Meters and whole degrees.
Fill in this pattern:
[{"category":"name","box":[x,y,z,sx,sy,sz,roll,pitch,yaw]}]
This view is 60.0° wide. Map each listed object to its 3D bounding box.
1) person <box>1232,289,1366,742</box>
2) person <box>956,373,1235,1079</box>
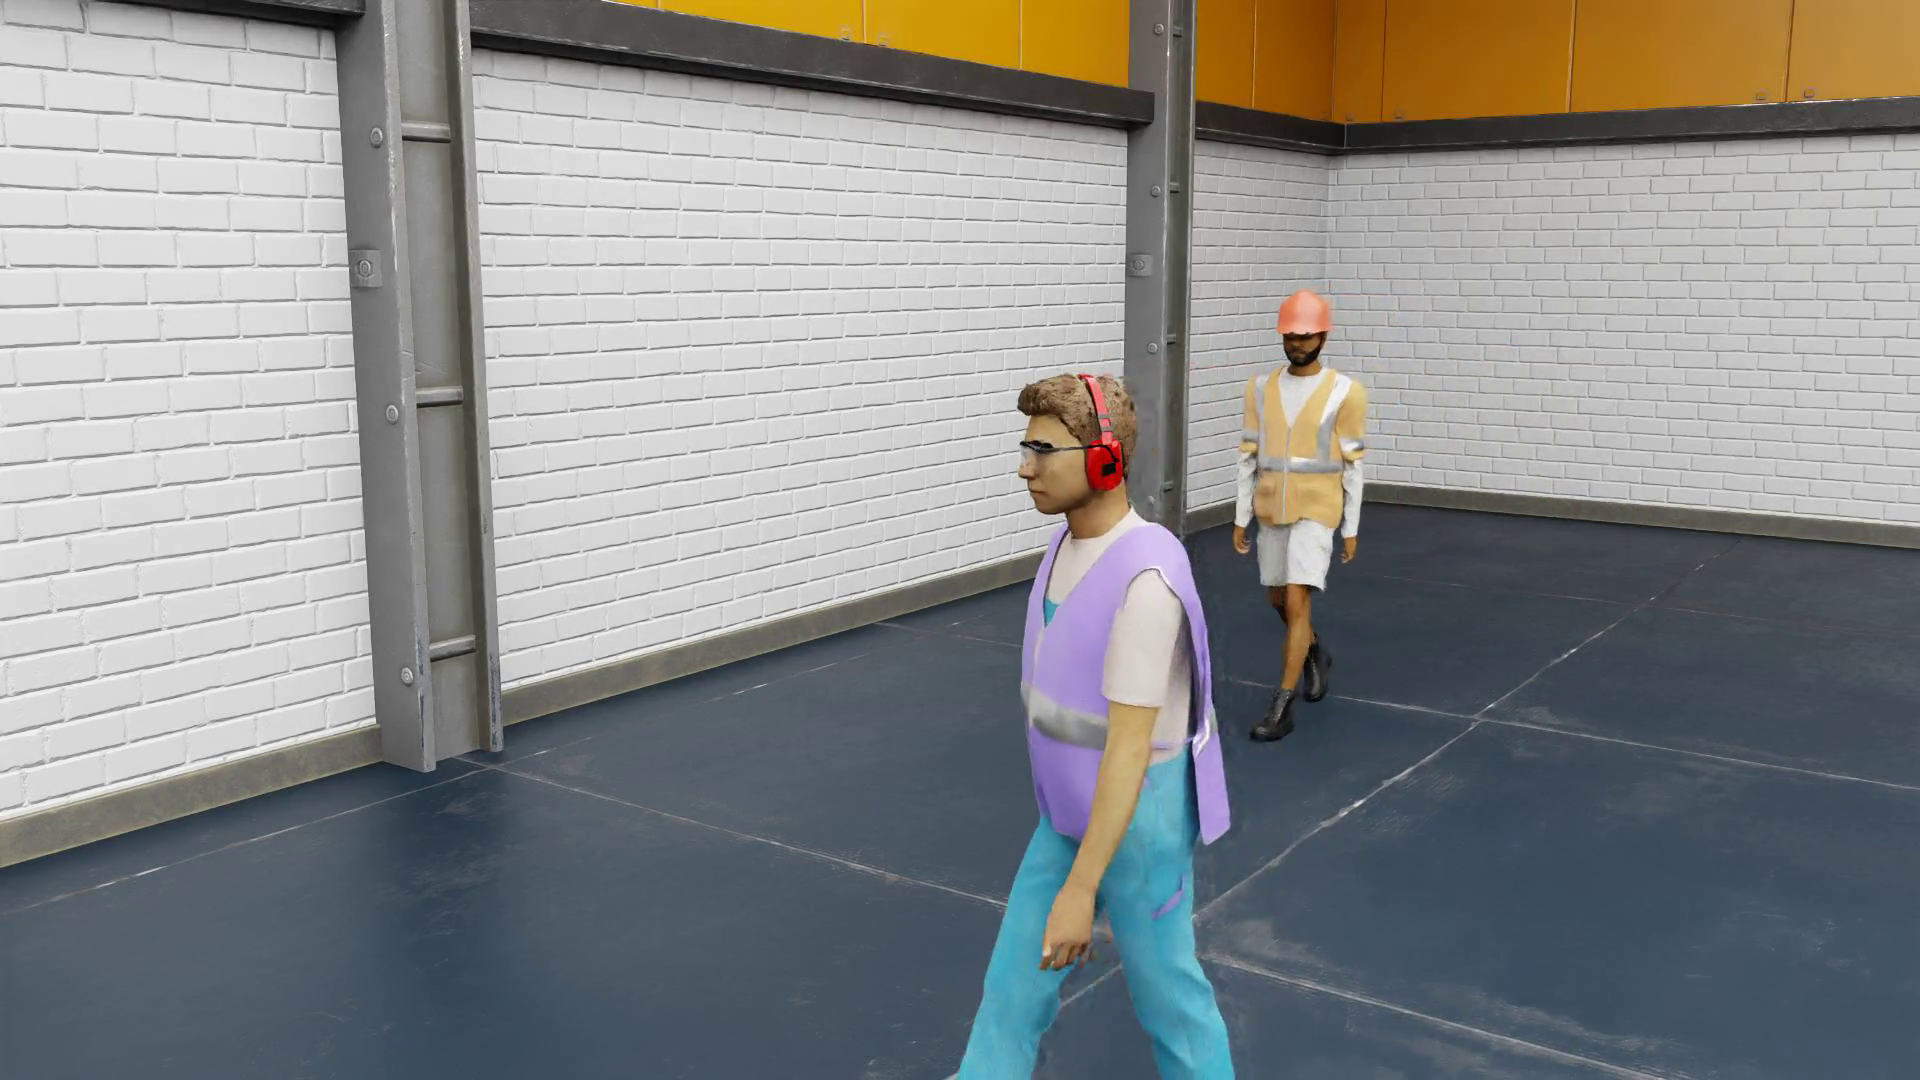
[{"category":"person","box":[1.497,-0.139,7.265,0.549,1.908,0.927,6,12,34]},{"category":"person","box":[0.189,0.587,3.233,0.929,1.799,0.589,-3,10,-18]}]
